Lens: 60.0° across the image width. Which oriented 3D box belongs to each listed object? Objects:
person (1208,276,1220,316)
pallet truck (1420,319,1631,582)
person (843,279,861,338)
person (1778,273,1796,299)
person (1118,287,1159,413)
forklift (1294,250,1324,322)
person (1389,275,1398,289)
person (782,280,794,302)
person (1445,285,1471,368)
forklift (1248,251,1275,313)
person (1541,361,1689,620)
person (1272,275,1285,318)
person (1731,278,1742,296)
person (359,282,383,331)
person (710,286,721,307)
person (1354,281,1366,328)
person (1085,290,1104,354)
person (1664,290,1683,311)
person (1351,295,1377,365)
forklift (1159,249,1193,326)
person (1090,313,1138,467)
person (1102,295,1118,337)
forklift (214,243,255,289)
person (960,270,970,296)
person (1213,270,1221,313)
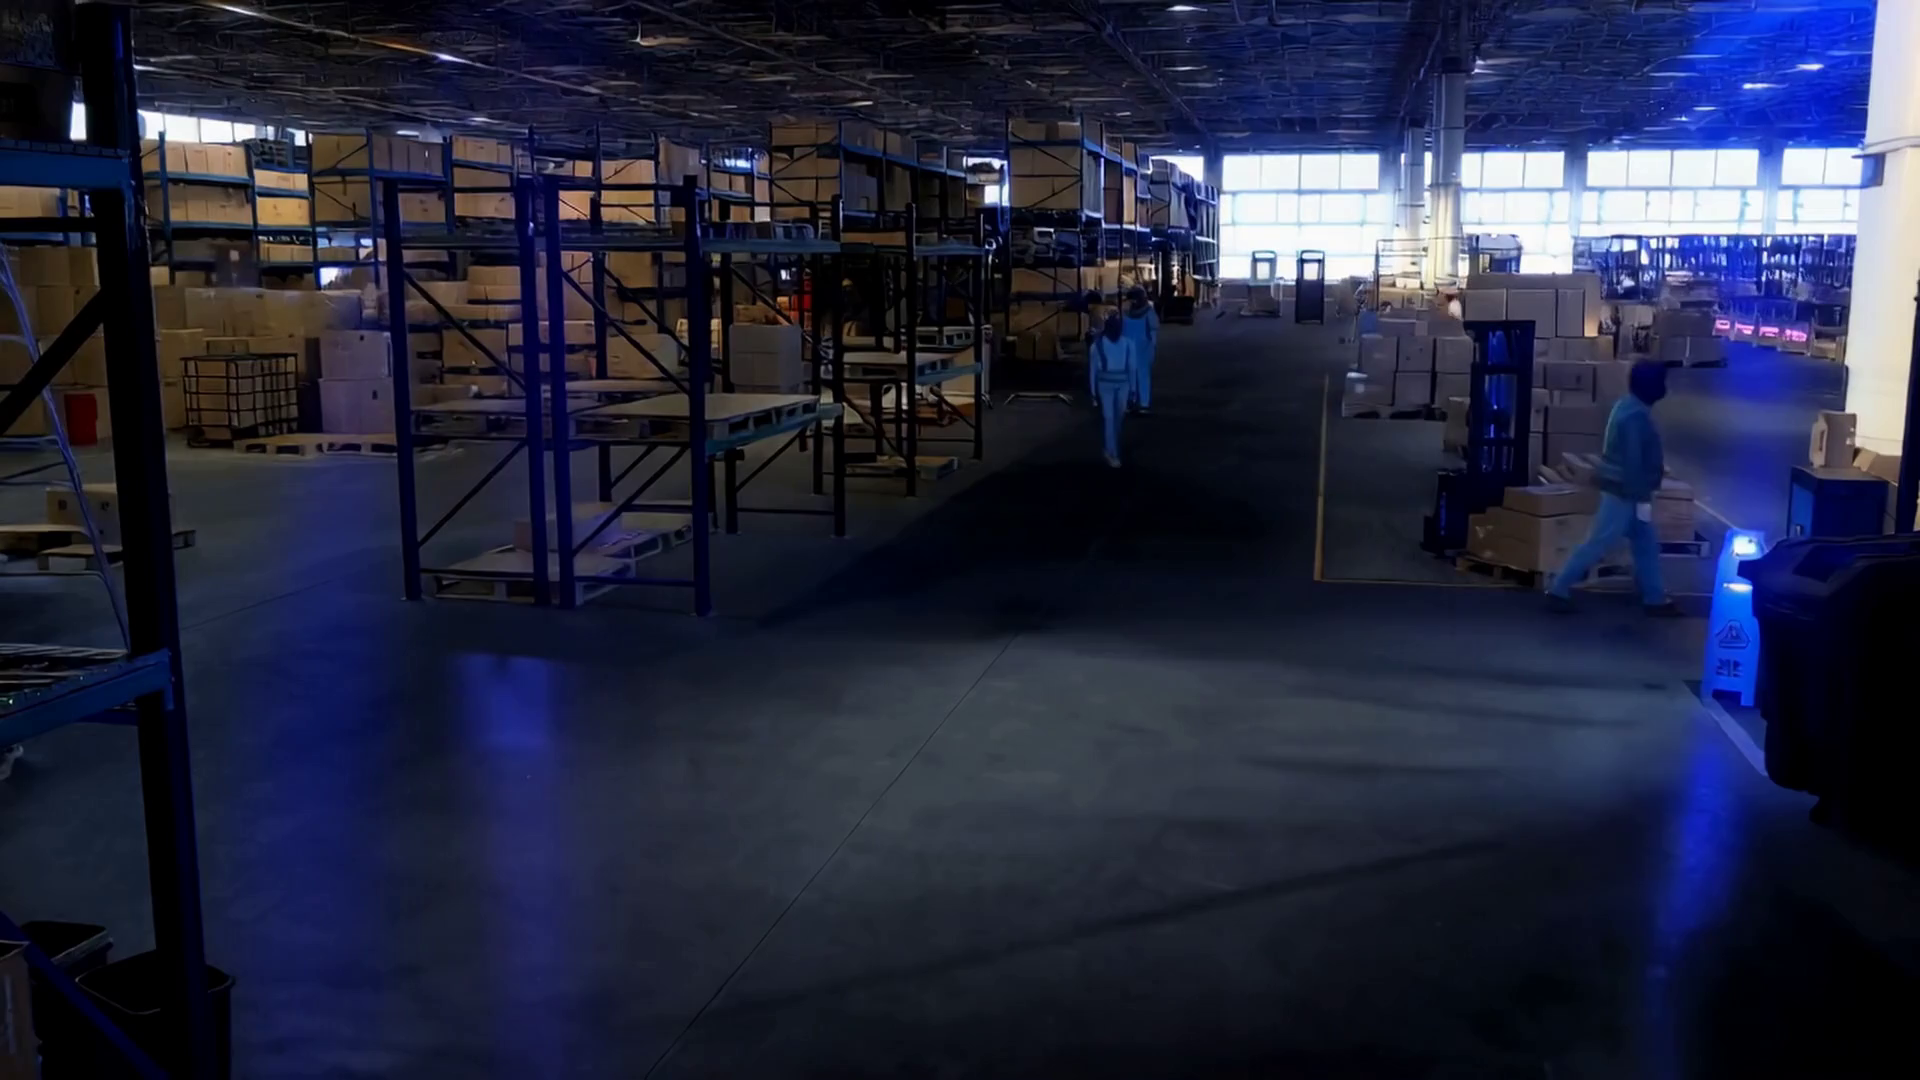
[{"bbox_3d":[11.153,-10.698,72.938,0.522,1.738,0.831,2,10,13],"label":"person"},{"bbox_3d":[4.543,-0.757,13.299,0.823,1.965,1.885,-4,10,-22],"label":"pallet truck"},{"bbox_3d":[-2.774,-5.523,41.584,0.608,1.985,0.411,-3,10,-17],"label":"person"},{"bbox_3d":[35.005,-10.338,70.322,0.741,1.905,0.388,5,11,27],"label":"person"},{"bbox_3d":[2.833,-3.077,26.909,0.688,2.000,0.536,5,11,27],"label":"person"},{"bbox_3d":[13.778,-10.002,65.433,1.129,2.768,1.873,2,10,12],"label":"forklift"},{"bbox_3d":[16.622,-9.222,63.757,0.979,1.872,0.680,0,10,1],"label":"person"},{"bbox_3d":[-7.184,-10.050,69.438,0.513,1.614,0.427,3,10,15],"label":"person"},{"bbox_3d":[10.853,-4.611,36.395,0.866,1.913,0.550,1,10,4],"label":"person"},{"bbox_3d":[13.385,-11.375,73.564,1.129,2.768,1.873,2,10,12],"label":"forklift"},{"bbox_3d":[4.534,-0.343,11.463,0.946,1.800,0.634,4,10,21],"label":"person"},{"bbox_3d":[13.443,-10.277,70.205,0.404,1.826,0.592,-7,12,-34],"label":"person"},{"bbox_3d":[30.665,-9.490,65.730,0.387,1.750,0.540,0,10,-1],"label":"person"},{"bbox_3d":[-14.712,-5.496,41.629,0.587,1.911,0.397,-5,11,-25],"label":"person"},{"bbox_3d":[-6.427,-5.734,43.455,0.636,1.770,0.970,5,11,26],"label":"person"},{"bbox_3d":[14.361,-8.438,59.668,0.538,1.695,0.319,-7,12,-37],"label":"person"},{"bbox_3d":[3.376,-5.416,41.774,0.530,1.697,0.321,8,12,38],"label":"person"},{"bbox_3d":[19.872,-6.161,46.383,0.527,1.618,0.395,1,10,8],"label":"person"},{"bbox_3d":[7.005,-3.334,28.982,0.602,1.850,0.563,-3,10,-18],"label":"person"},{"bbox_3d":[7.646,-9.320,61.395,1.873,2.768,1.129,2,10,11],"label":"forklift"},{"bbox_3d":[1.837,-1.830,20.128,0.573,1.849,0.919,-2,10,-11],"label":"person"},{"bbox_3d":[3.561,-4.978,39.358,0.311,1.636,0.521,-7,12,-37],"label":"person"},{"bbox_3d":[-15.871,-5.136,36.618,1.873,2.768,1.129,2,10,12],"label":"forklift"},{"bbox_3d":[0.254,-12.539,83.250,0.551,1.932,0.378,-2,10,-14],"label":"person"},{"bbox_3d":[11.804,-11.426,76.530,0.413,1.983,0.608,-1,10,-8],"label":"person"}]
